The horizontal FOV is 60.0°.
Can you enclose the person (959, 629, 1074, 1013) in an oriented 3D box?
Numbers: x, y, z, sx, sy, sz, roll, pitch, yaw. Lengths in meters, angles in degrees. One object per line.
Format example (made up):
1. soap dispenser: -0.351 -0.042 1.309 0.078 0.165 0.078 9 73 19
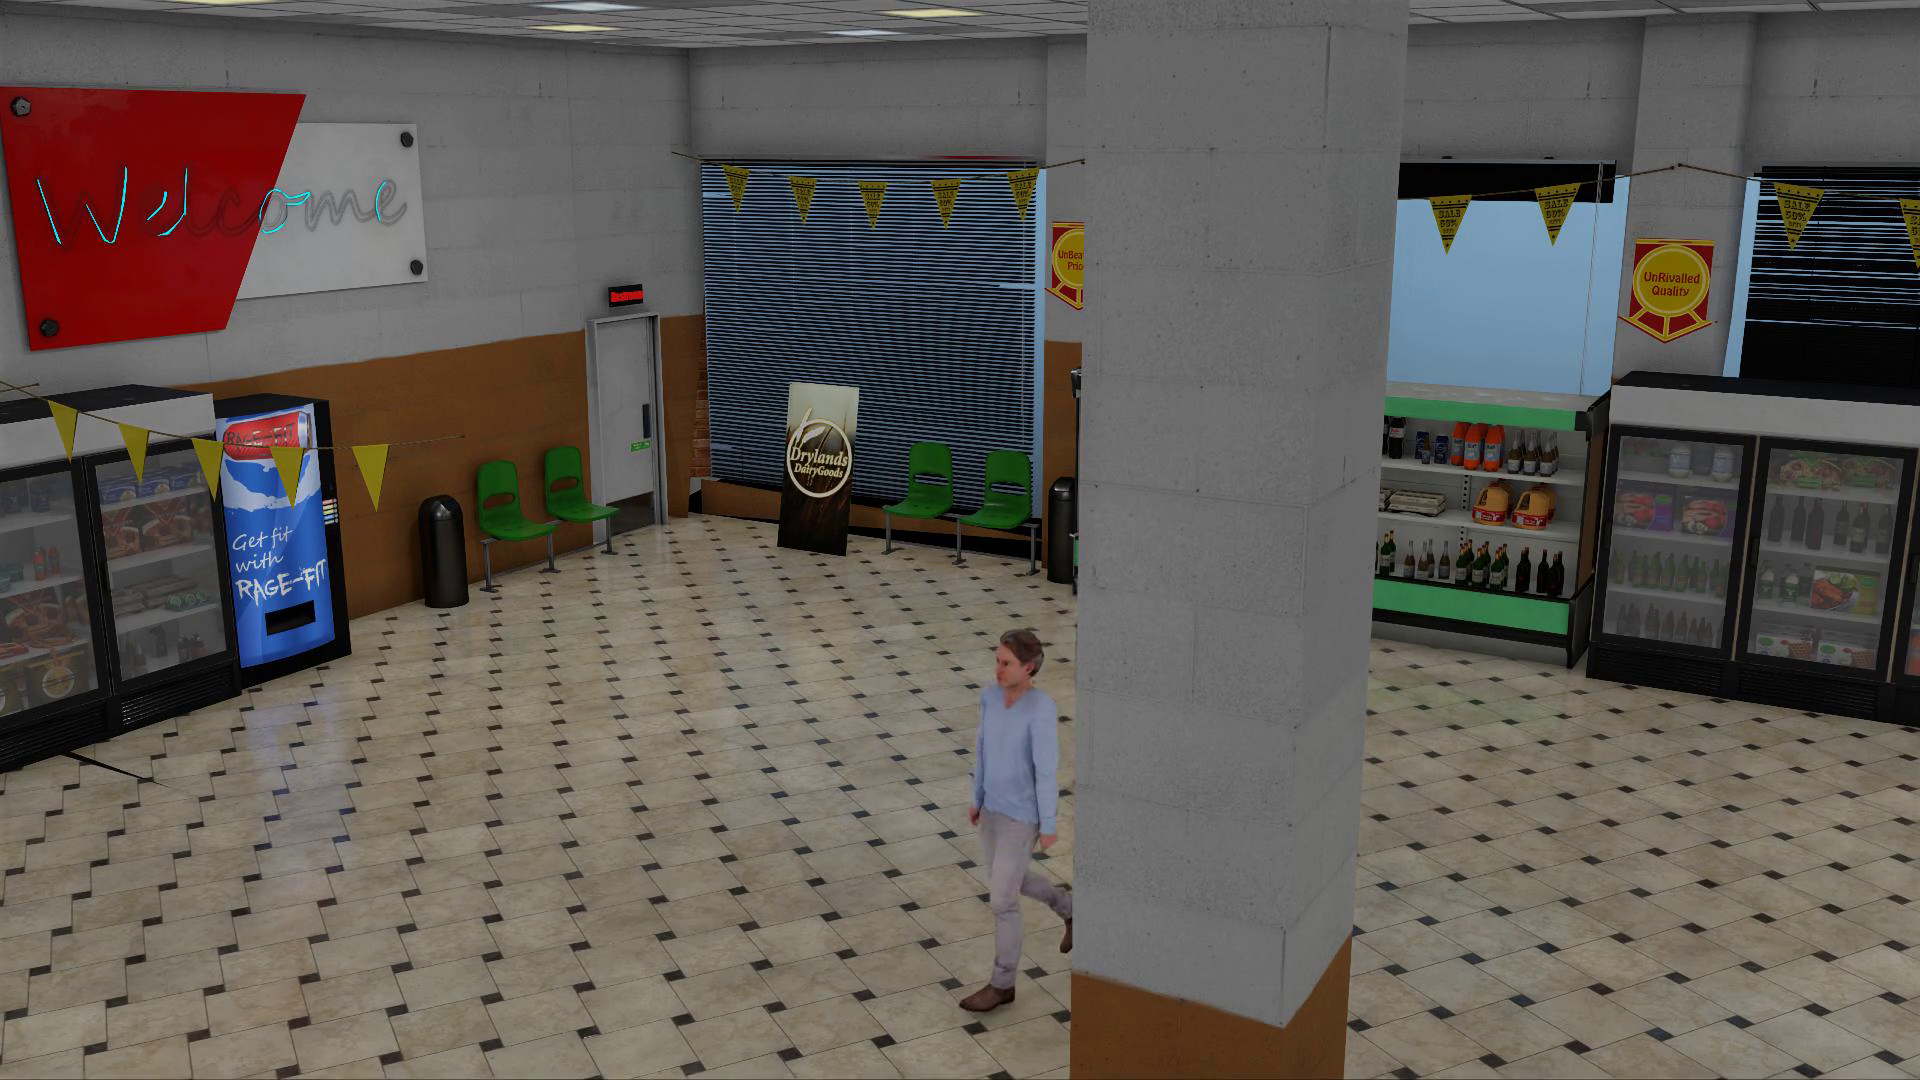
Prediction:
1. person: 0.331 1.314 8.022 1.062 1.866 1.150 -9 16 -32
